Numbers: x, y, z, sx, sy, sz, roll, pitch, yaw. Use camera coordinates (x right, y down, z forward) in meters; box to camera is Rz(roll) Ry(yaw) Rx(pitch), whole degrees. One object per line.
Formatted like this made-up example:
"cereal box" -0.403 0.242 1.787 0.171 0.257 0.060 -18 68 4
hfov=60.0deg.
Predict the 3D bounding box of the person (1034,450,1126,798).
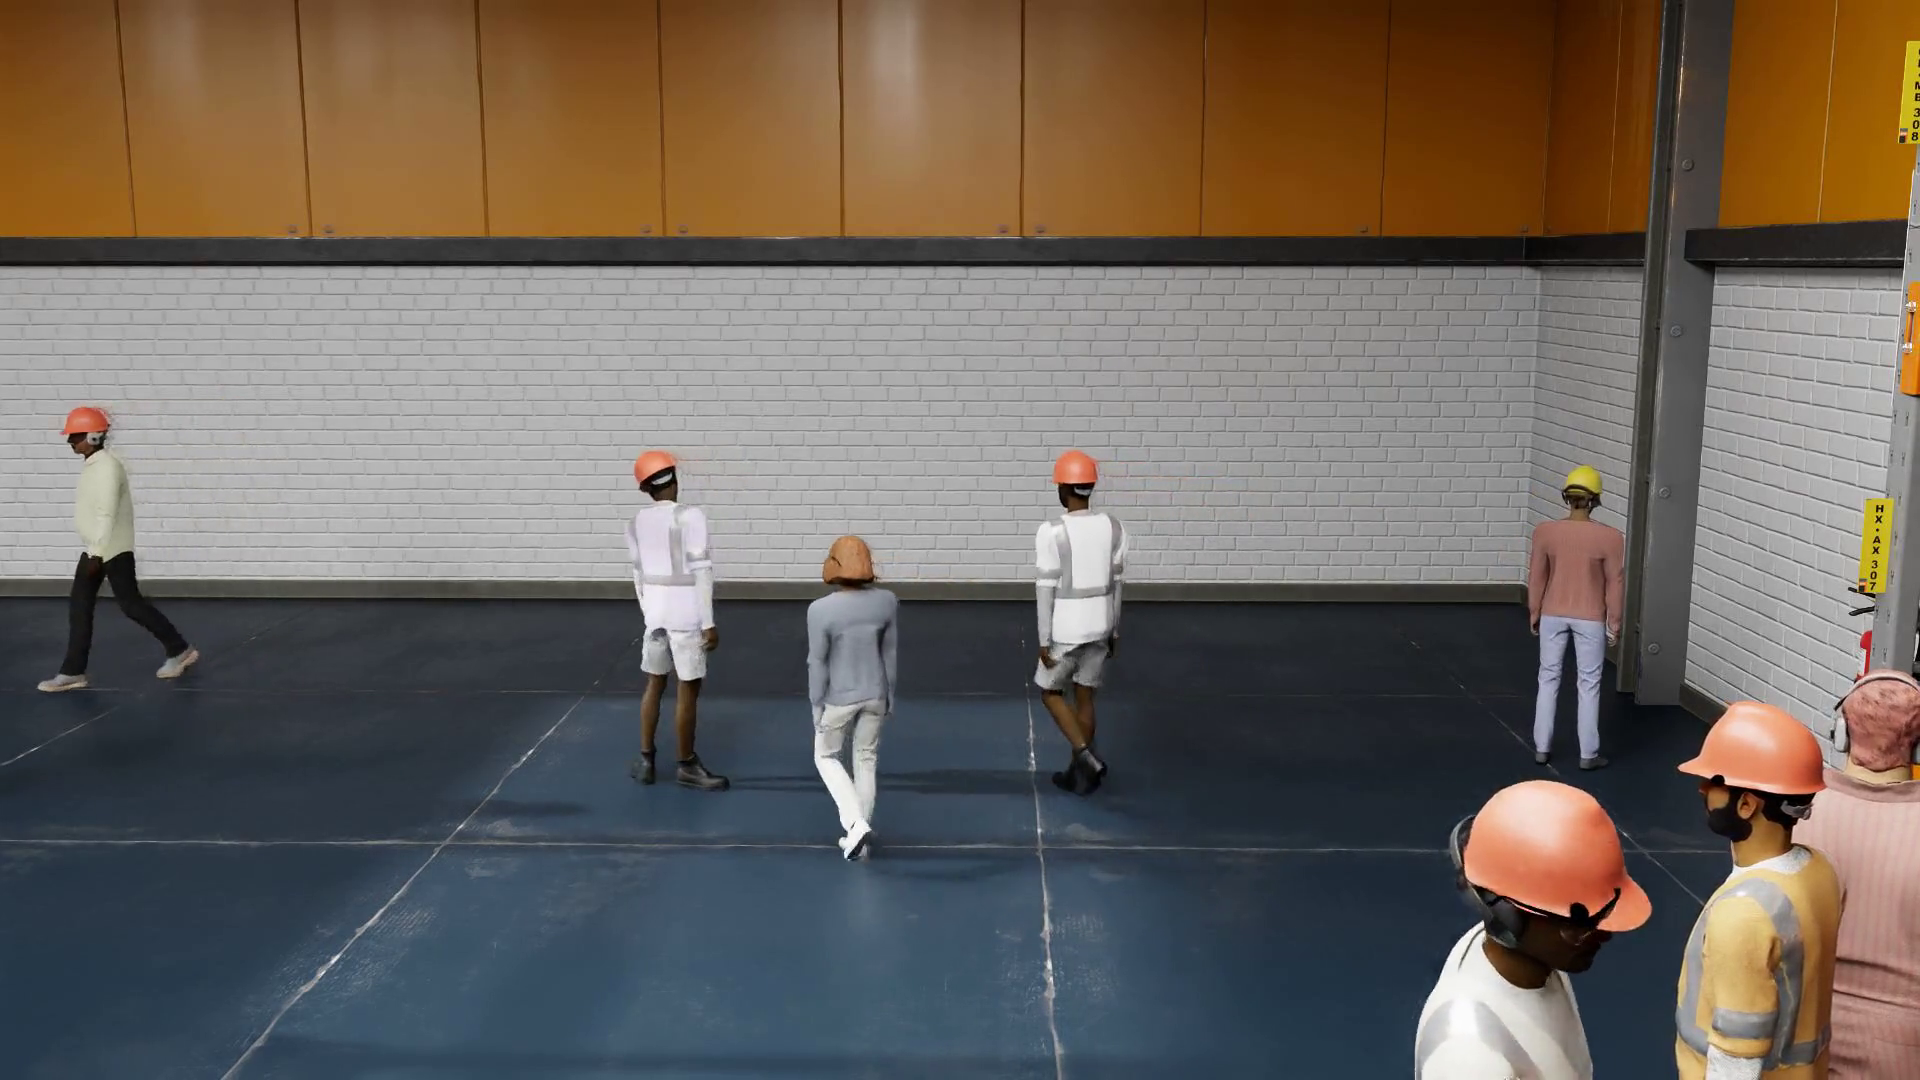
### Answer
"person" 0.667 0.480 8.980 0.545 1.922 0.561 -5 11 -26

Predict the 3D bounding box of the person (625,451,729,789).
"person" -1.570 0.454 9.261 0.664 1.884 0.365 7 12 35

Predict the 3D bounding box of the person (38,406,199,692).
"person" -5.847 0.045 11.483 0.611 1.957 0.978 9 13 44

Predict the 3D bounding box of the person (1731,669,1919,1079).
"person" 2.309 1.270 4.270 0.651 1.905 0.409 7 12 35

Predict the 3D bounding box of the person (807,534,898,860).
"person" -0.501 0.781 8.061 0.504 1.621 0.431 -5 11 -29

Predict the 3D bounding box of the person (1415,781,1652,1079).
"person" 1.064 1.406 3.084 0.507 2.027 0.645 5 11 28

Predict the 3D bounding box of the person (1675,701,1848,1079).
"person" 1.792 1.324 3.849 0.358 1.938 0.542 8 13 41

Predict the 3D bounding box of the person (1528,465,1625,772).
"person" 3.556 0.449 9.610 0.533 1.765 0.330 7 12 35
